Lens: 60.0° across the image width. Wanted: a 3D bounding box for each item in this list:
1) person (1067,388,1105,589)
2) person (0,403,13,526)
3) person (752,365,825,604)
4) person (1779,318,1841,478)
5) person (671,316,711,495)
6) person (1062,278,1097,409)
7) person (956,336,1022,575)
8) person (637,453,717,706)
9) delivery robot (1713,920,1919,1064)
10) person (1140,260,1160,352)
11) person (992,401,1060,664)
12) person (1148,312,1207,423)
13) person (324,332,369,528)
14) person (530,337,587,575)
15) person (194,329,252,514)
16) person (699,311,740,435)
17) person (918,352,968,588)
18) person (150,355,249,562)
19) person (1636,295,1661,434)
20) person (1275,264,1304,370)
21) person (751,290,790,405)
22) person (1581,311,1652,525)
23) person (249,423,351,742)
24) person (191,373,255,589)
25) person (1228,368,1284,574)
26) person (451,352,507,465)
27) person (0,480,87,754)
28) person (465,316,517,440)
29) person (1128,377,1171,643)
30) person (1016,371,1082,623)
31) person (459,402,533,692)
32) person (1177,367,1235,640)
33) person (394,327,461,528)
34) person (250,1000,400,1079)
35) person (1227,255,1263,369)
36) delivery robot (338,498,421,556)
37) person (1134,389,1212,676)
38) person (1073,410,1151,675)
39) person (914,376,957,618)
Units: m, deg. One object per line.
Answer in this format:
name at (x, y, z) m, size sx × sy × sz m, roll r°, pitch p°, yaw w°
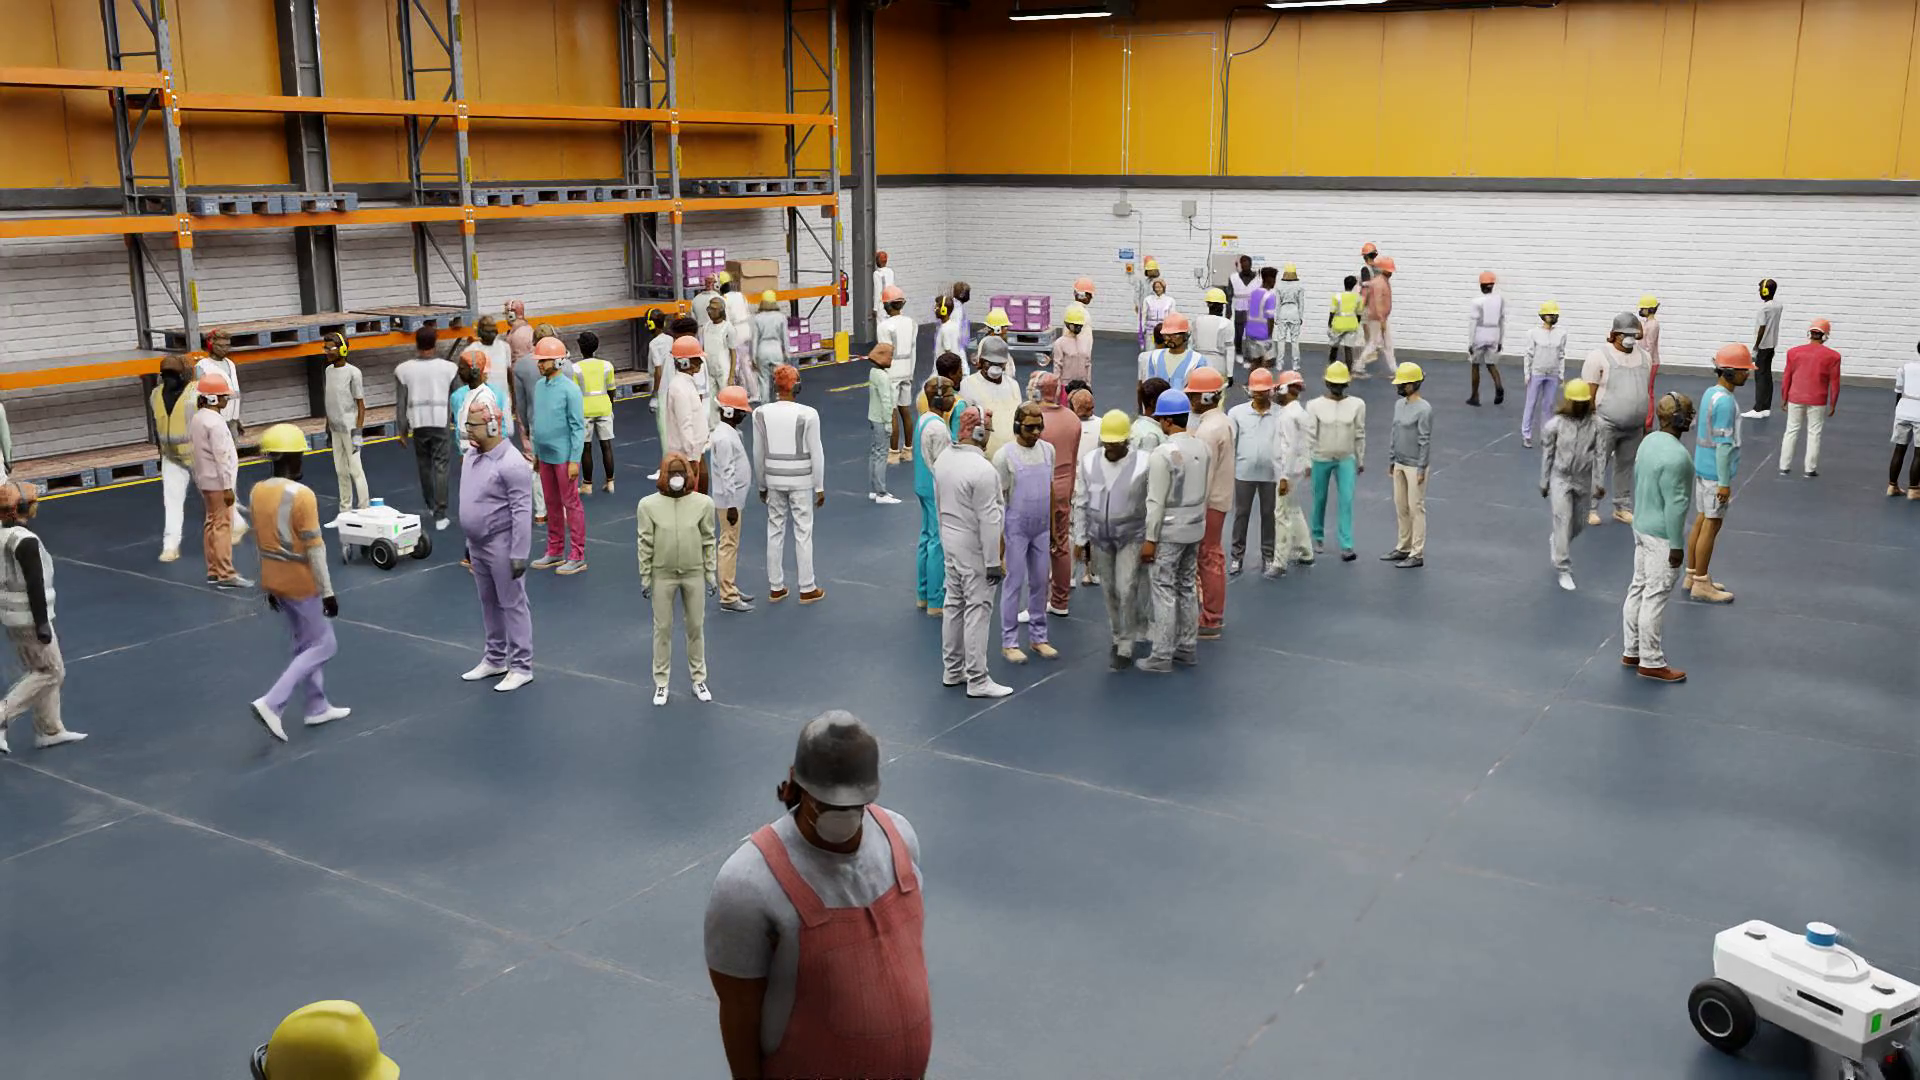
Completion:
person at (0.980, -0.417, 13.493) m, size 0.510 × 1.640 × 0.308 m, roll -6°, pitch 14°, yaw -23°
person at (-8.543, -0.650, 14.503) m, size 0.517 × 1.641 × 0.308 m, roll -10°, pitch 16°, yaw -36°
person at (-1.329, -0.429, 13.020) m, size 0.576 × 1.881 × 0.355 m, roll 4°, pitch 13°, yaw 16°
person at (9.310, -1.558, 18.219) m, size 0.577 × 1.738 × 0.354 m, roll 10°, pitch 16°, yaw 36°
person at (-2.604, -1.191, 16.136) m, size 0.368 × 1.966 × 0.603 m, roll -3°, pitch 13°, yaw -13°
person at (1.498, -2.267, 20.762) m, size 0.403 × 1.982 × 0.623 m, roll -5°, pitch 14°, yaw -20°
person at (0.284, -0.675, 13.735) m, size 0.680 × 2.000 × 0.536 m, roll -11°, pitch 17°, yaw -39°
person at (-1.799, 0.245, 10.637) m, size 0.500 × 1.633 × 0.280 m, roll -4°, pitch 13°, yaw -16°
delivery robot at (3.295, 1.717, 6.410) m, size 0.477 × 0.478 × 0.707 m, roll -8°, pitch 15°, yaw -31°
person at (3.268, -3.909, 28.438) m, size 0.344 × 1.738 × 0.485 m, roll -10°, pitch 16°, yaw -38°
person at (0.458, -0.053, 11.499) m, size 0.515 × 1.835 × 0.354 m, roll -9°, pitch 16°, yaw -33°
person at (2.006, -1.116, 15.639) m, size 0.605 × 2.045 × 0.378 m, roll 8°, pitch 15°, yaw 30°
person at (-5.779, -1.013, 15.573) m, size 0.511 × 1.872 × 0.328 m, roll 8°, pitch 15°, yaw 31°
person at (-3.391, -0.710, 13.987) m, size 0.612 × 1.995 × 0.377 m, roll 11°, pitch 17°, yaw 39°
person at (-7.155, -1.119, 16.106) m, size 0.389 × 1.837 × 0.563 m, roll 1°, pitch 13°, yaw 5°
person at (-3.022, -2.121, 20.891) m, size 0.523 × 1.636 × 0.309 m, roll 2°, pitch 13°, yaw 7°
person at (-0.137, -0.570, 13.549) m, size 0.372 × 1.916 × 0.597 m, roll -9°, pitch 16°, yaw -35°
person at (-6.753, -0.755, 14.647) m, size 0.665 × 1.796 × 0.938 m, roll 3°, pitch 13°, yaw 12°
person at (8.681, -2.224, 21.077) m, size 0.338 × 1.756 × 0.518 m, roll 3°, pitch 13°, yaw 13°
person at (5.412, -3.664, 27.371) m, size 0.483 × 1.735 × 0.314 m, roll 3°, pitch 13°, yaw 11°
person at (-2.529, -2.476, 22.237) m, size 0.519 × 1.720 × 0.489 m, roll -2°, pitch 13°, yaw -9°
person at (6.275, -1.154, 15.812) m, size 0.689 × 2.000 × 0.539 m, roll -3°, pitch 13°, yaw -11°
person at (-4.001, 0.257, 9.969) m, size 0.636 × 1.910 × 0.677 m, roll 10°, pitch 16°, yaw 38°
person at (-6.017, -0.486, 13.545) m, size 0.342 × 1.749 × 0.572 m, roll -10°, pitch 17°, yaw -38°
person at (2.493, -0.571, 13.910) m, size 0.576 × 1.749 × 0.334 m, roll 2°, pitch 13°, yaw 8°
person at (-4.313, -0.835, 15.063) m, size 0.325 × 1.749 × 0.563 m, roll 8°, pitch 15°, yaw 31°
person at (-5.471, 0.466, 9.681) m, size 0.504 × 1.623 × 0.519 m, roll -11°, pitch 17°, yaw -41°
person at (-5.046, -1.518, 17.887) m, size 0.566 × 1.813 × 0.601 m, roll -9°, pitch 16°, yaw -34°
person at (1.348, -0.224, 12.045) m, size 0.398 × 1.920 × 0.588 m, roll 0°, pitch 13°, yaw 0°
person at (0.616, -0.318, 12.483) m, size 0.409 × 1.907 × 0.640 m, roll 11°, pitch 17°, yaw 40°
person at (-3.070, 0.039, 10.928) m, size 0.639 × 1.911 × 0.402 m, roll 12°, pitch 18°, yaw 42°
person at (1.786, -0.269, 12.103) m, size 0.405 × 1.986 × 0.606 m, roll 4°, pitch 14°, yaw 17°
person at (-5.043, -1.098, 15.929) m, size 0.592 × 1.875 × 0.947 m, roll -2°, pitch 13°, yaw -8°
person at (-1.333, 1.810, 3.581) m, size 0.339 × 1.761 × 0.524 m, roll -1°, pitch 13°, yaw -3°
person at (4.778, -3.835, 27.826) m, size 0.624 × 1.881 × 0.880 m, roll 3°, pitch 13°, yaw 12°
delivery robot at (-5.018, -0.119, 14.371) m, size 0.707 × 0.478 × 0.477 m, roll 6°, pitch 14°, yaw 25°
person at (1.453, -0.055, 11.289) m, size 0.420 × 1.933 × 0.618 m, roll 11°, pitch 17°, yaw 40°
person at (1.045, 0.005, 11.343) m, size 0.600 × 1.796 × 0.711 m, roll 7°, pitch 15°, yaw 27°
person at (-0.172, -0.330, 12.667) m, size 0.331 × 1.844 × 0.520 m, roll -4°, pitch 14°, yaw -18°
